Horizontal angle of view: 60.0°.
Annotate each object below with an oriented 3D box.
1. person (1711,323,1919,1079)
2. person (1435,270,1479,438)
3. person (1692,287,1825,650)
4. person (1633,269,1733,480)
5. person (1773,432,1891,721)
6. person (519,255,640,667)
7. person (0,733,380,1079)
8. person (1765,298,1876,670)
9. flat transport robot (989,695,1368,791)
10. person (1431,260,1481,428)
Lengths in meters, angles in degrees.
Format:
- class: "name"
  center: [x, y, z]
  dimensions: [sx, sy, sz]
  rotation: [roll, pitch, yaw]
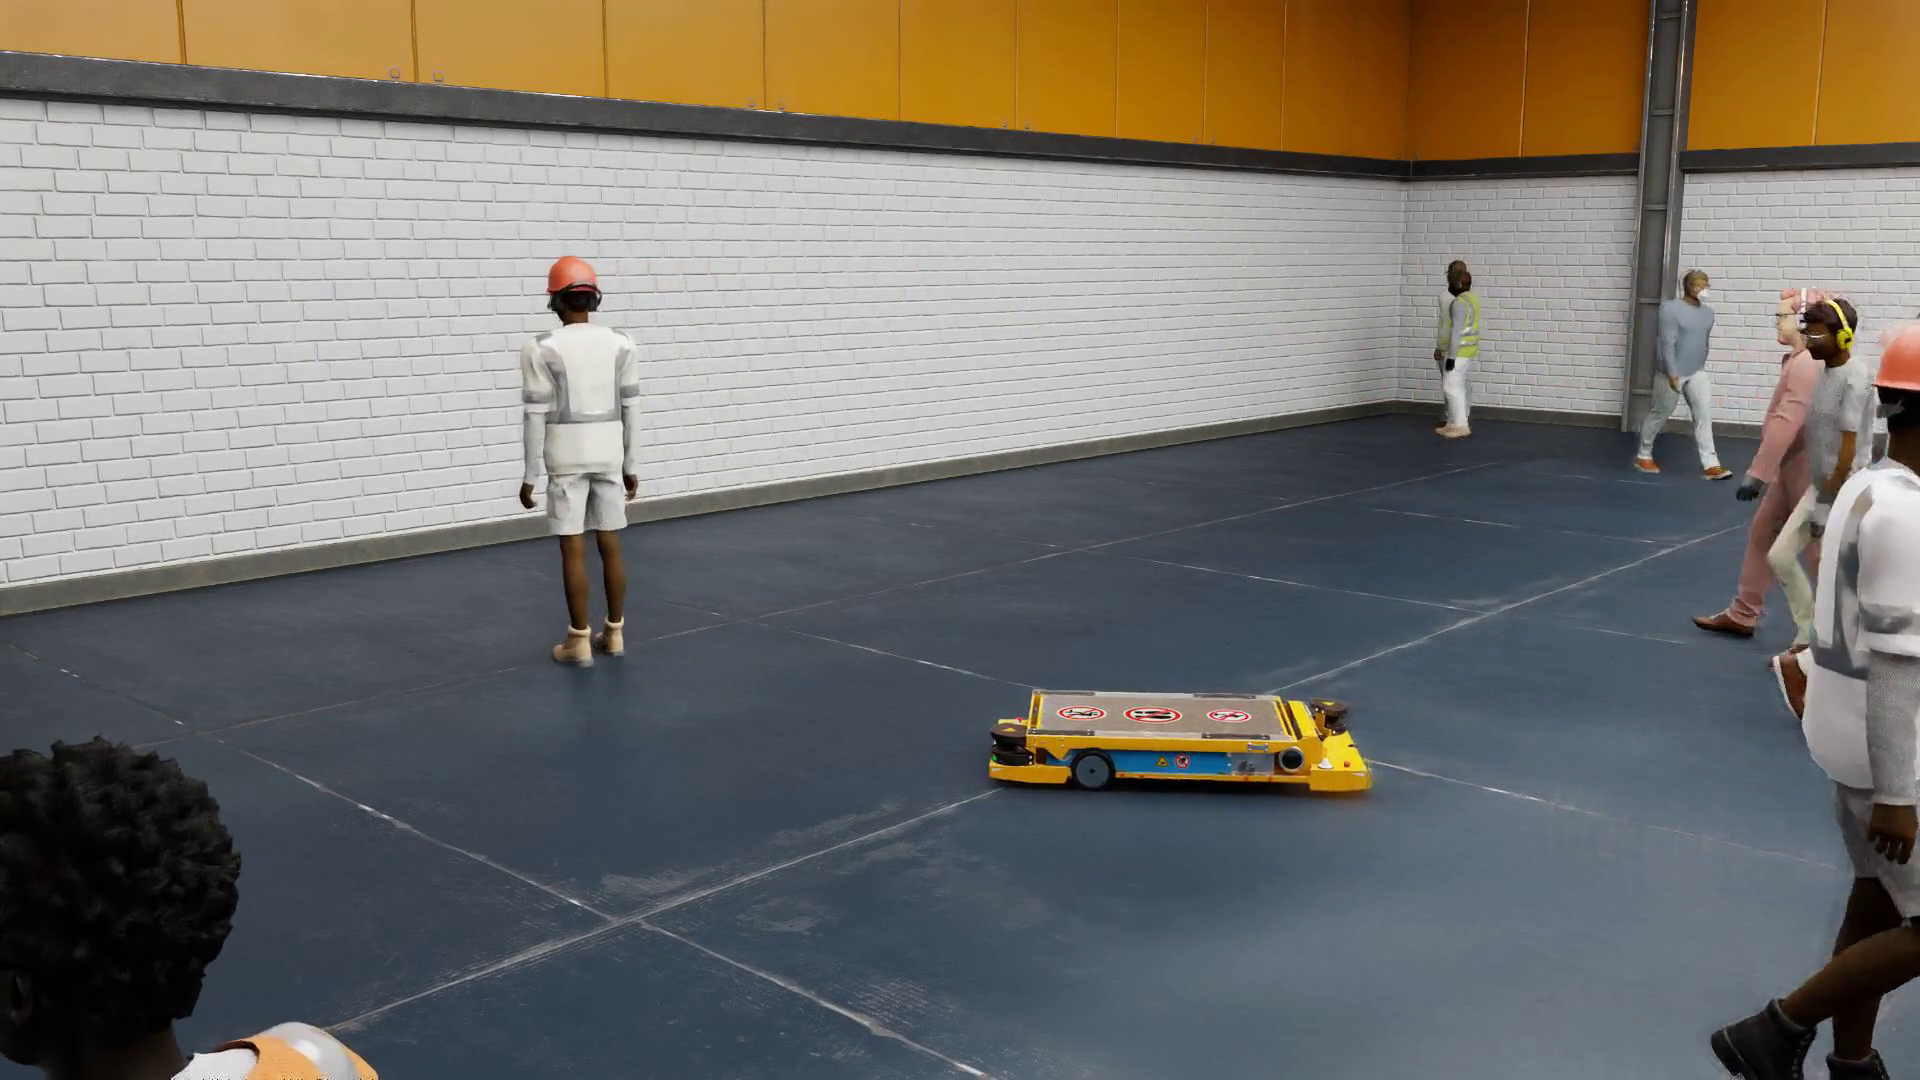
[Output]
- class: "person"
  center: [2.078, 0.465, 3.746]
  dimensions: [0.448, 1.925, 0.576]
  rotation: [4, 11, 22]
- class: "person"
  center: [5.481, -2.050, 18.341]
  dimensions: [0.429, 1.844, 0.644]
  rotation: [5, 11, 27]
- class: "person"
  center: [4.234, -0.349, 8.568]
  dimensions: [0.887, 1.871, 0.669]
  rotation: [5, 11, 26]
- class: "person"
  center: [6.567, -1.497, 15.078]
  dimensions: [0.638, 1.890, 1.038]
  rotation: [-3, 10, -18]
- class: "person"
  center: [3.983, -0.068, 7.073]
  dimensions: [0.822, 1.839, 0.515]
  rotation: [3, 10, 16]
- class: "person"
  center: [-1.895, -0.390, 8.310]
  dimensions: [0.609, 2.043, 0.384]
  rotation: [-8, 12, -37]
- class: "person"
  center: [-0.658, 0.994, 1.427]
  dimensions: [0.320, 1.690, 0.524]
  rotation: [3, 10, 14]
- class: "person"
  center: [4.083, -0.223, 7.898]
  dimensions: [0.491, 1.846, 0.555]
  rotation: [1, 10, 8]
- class: "flat transport robot"
  center: [0.850, 0.788, 6.633]
  dimensions: [1.431, 0.197, 0.652]
  rotation: [1, 10, 5]
- class: "person"
  center: [5.684, -2.233, 19.085]
  dimensions: [0.635, 1.937, 0.353]
  rotation: [-7, 12, -34]
